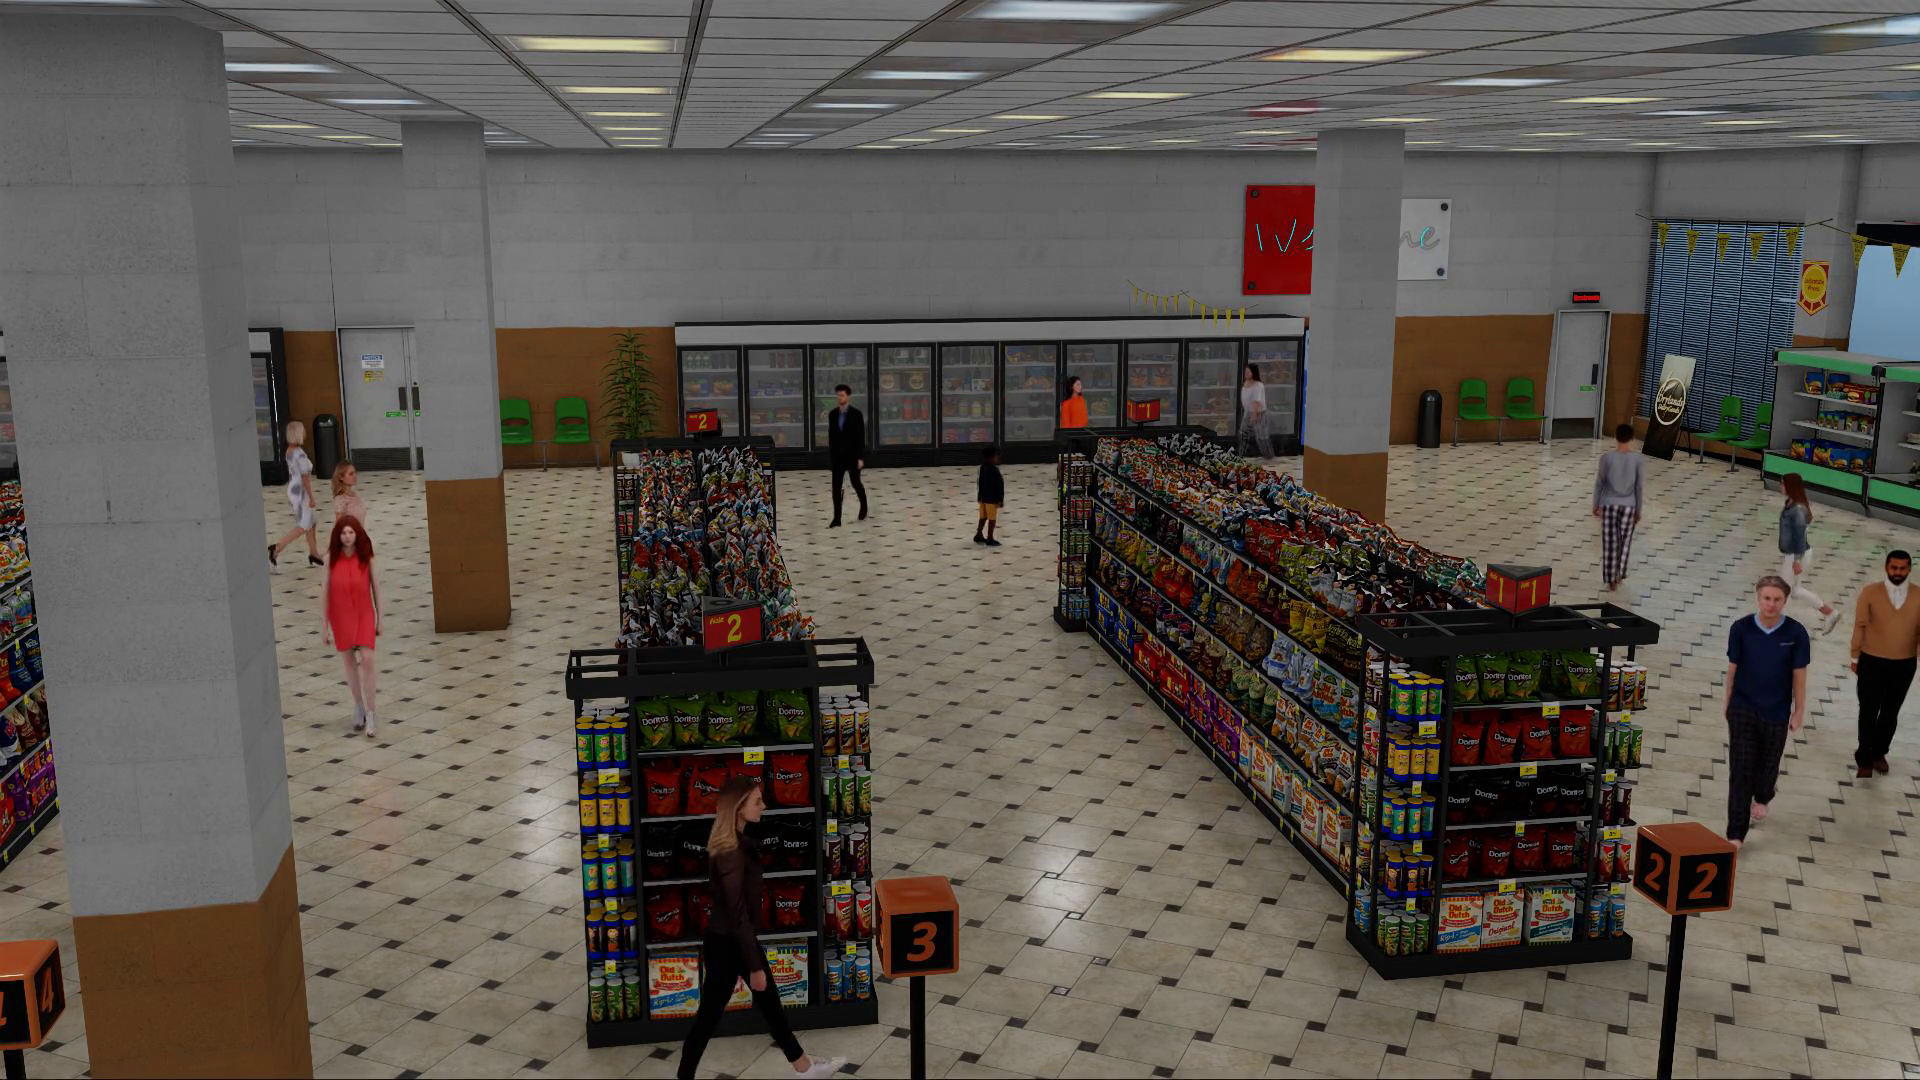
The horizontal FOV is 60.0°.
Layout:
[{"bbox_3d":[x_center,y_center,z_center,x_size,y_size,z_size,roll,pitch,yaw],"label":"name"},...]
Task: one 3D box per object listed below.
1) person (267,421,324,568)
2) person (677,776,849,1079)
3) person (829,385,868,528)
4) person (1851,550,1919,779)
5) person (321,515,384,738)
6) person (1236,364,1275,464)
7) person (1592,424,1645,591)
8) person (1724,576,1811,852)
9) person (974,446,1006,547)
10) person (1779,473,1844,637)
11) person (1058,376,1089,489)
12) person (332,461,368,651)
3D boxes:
[{"bbox_3d":[-7.720,-0.488,19.285,0.922,1.728,0.997,-10,15,-38],"label":"person"},{"bbox_3d":[-1.170,1.947,7.891,0.793,1.660,1.035,-1,12,-3],"label":"person"},{"bbox_3d":[-1.453,-1.113,21.934,1.100,1.860,1.328,4,13,19],"label":"person"},{"bbox_3d":[7.026,0.919,12.608,0.944,1.727,1.095,4,12,17],"label":"person"},{"bbox_3d":[-4.948,0.675,13.583,0.596,1.803,0.797,-2,12,-11],"label":"person"},{"bbox_3d":[4.785,-2.003,26.731,0.886,1.624,1.063,-3,12,-14],"label":"person"},{"bbox_3d":[7.272,-0.341,18.335,0.811,1.833,0.877,3,12,16],"label":"person"},{"bbox_3d":[5.442,1.149,11.280,1.119,1.824,1.276,6,13,25],"label":"person"},{"bbox_3d":[0.345,-0.543,20.696,0.682,1.255,0.585,-11,16,-42],"label":"person"},{"bbox_3d":[8.256,0.188,16.223,0.974,1.668,1.023,4,12,16],"label":"person"},{"bbox_3d":[1.576,-1.494,24.087,1.110,1.720,0.977,11,16,43],"label":"person"},{"bbox_3d":[-5.896,0.134,16.083,0.677,1.830,0.521,1,12,5],"label":"person"}]
